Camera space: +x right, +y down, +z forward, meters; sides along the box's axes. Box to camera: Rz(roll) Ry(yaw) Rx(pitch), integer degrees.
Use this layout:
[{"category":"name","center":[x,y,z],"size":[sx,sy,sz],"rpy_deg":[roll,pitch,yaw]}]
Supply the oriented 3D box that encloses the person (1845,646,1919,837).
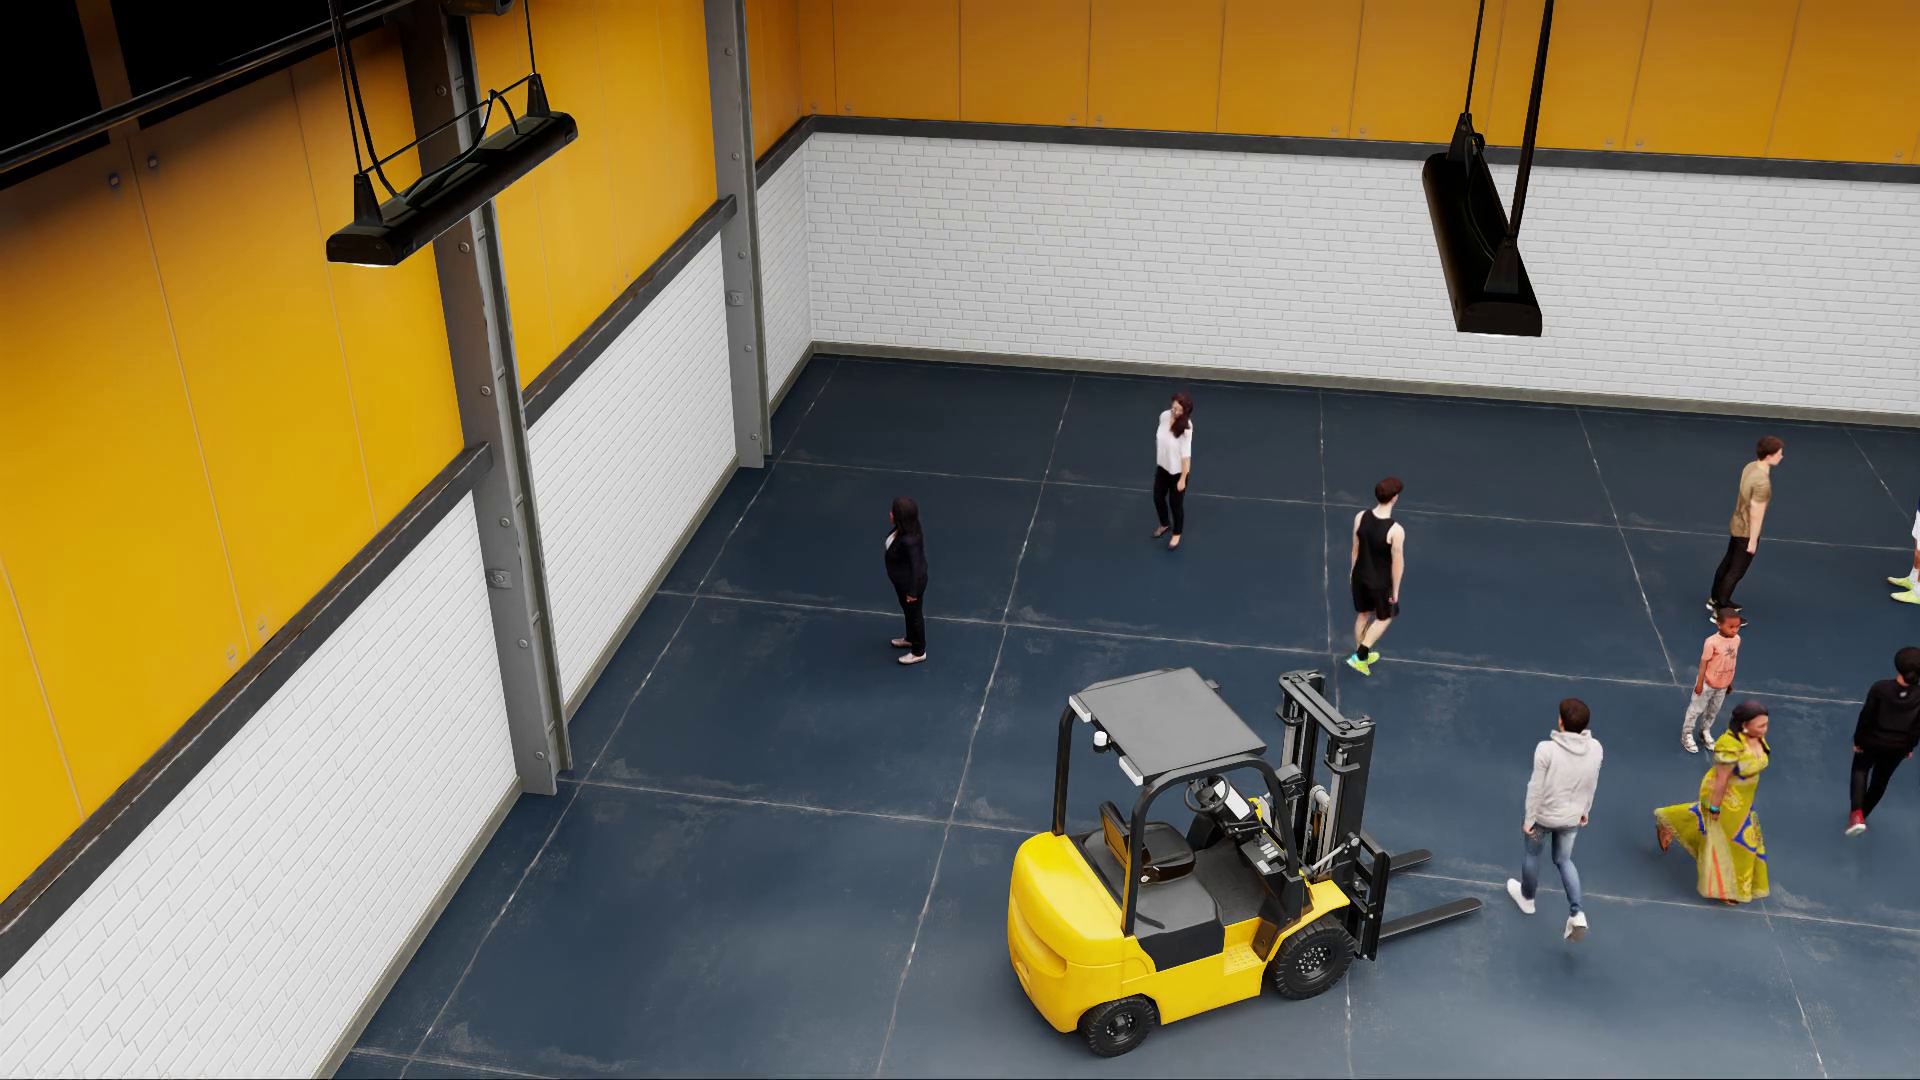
[{"category":"person","center":[6.897,1.544,12.387],"size":[0.706,1.665,0.885],"rpy_deg":[11,31,20]}]

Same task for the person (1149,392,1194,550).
[{"category":"person","center":[2.128,-0.689,16.390],"size":[0.826,1.752,0.786],"rpy_deg":[-14,32,-24]}]

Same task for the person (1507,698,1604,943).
[{"category":"person","center":[4.146,1.957,11.457],"size":[0.933,1.831,1.184],"rpy_deg":[-6,29,-10]}]

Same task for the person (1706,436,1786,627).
[{"category":"person","center":[7.183,-0.105,15.217],"size":[0.720,1.850,0.499],"rpy_deg":[7,29,12]}]

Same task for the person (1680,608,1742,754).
[{"category":"person","center":[6.133,1.117,13.541],"size":[0.541,1.310,0.569],"rpy_deg":[-7,29,-12]}]

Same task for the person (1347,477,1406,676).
[{"category":"person","center":[3.520,0.357,14.338],"size":[0.966,1.880,0.892],"rpy_deg":[-25,37,-38]}]

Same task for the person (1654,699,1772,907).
[{"category":"person","center":[5.425,1.813,11.923],"size":[1.254,1.638,1.248],"rpy_deg":[-24,36,-36]}]

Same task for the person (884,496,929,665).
[{"category":"person","center":[-0.448,0.335,14.655],"size":[0.808,1.615,0.696],"rpy_deg":[-6,29,-12]}]
